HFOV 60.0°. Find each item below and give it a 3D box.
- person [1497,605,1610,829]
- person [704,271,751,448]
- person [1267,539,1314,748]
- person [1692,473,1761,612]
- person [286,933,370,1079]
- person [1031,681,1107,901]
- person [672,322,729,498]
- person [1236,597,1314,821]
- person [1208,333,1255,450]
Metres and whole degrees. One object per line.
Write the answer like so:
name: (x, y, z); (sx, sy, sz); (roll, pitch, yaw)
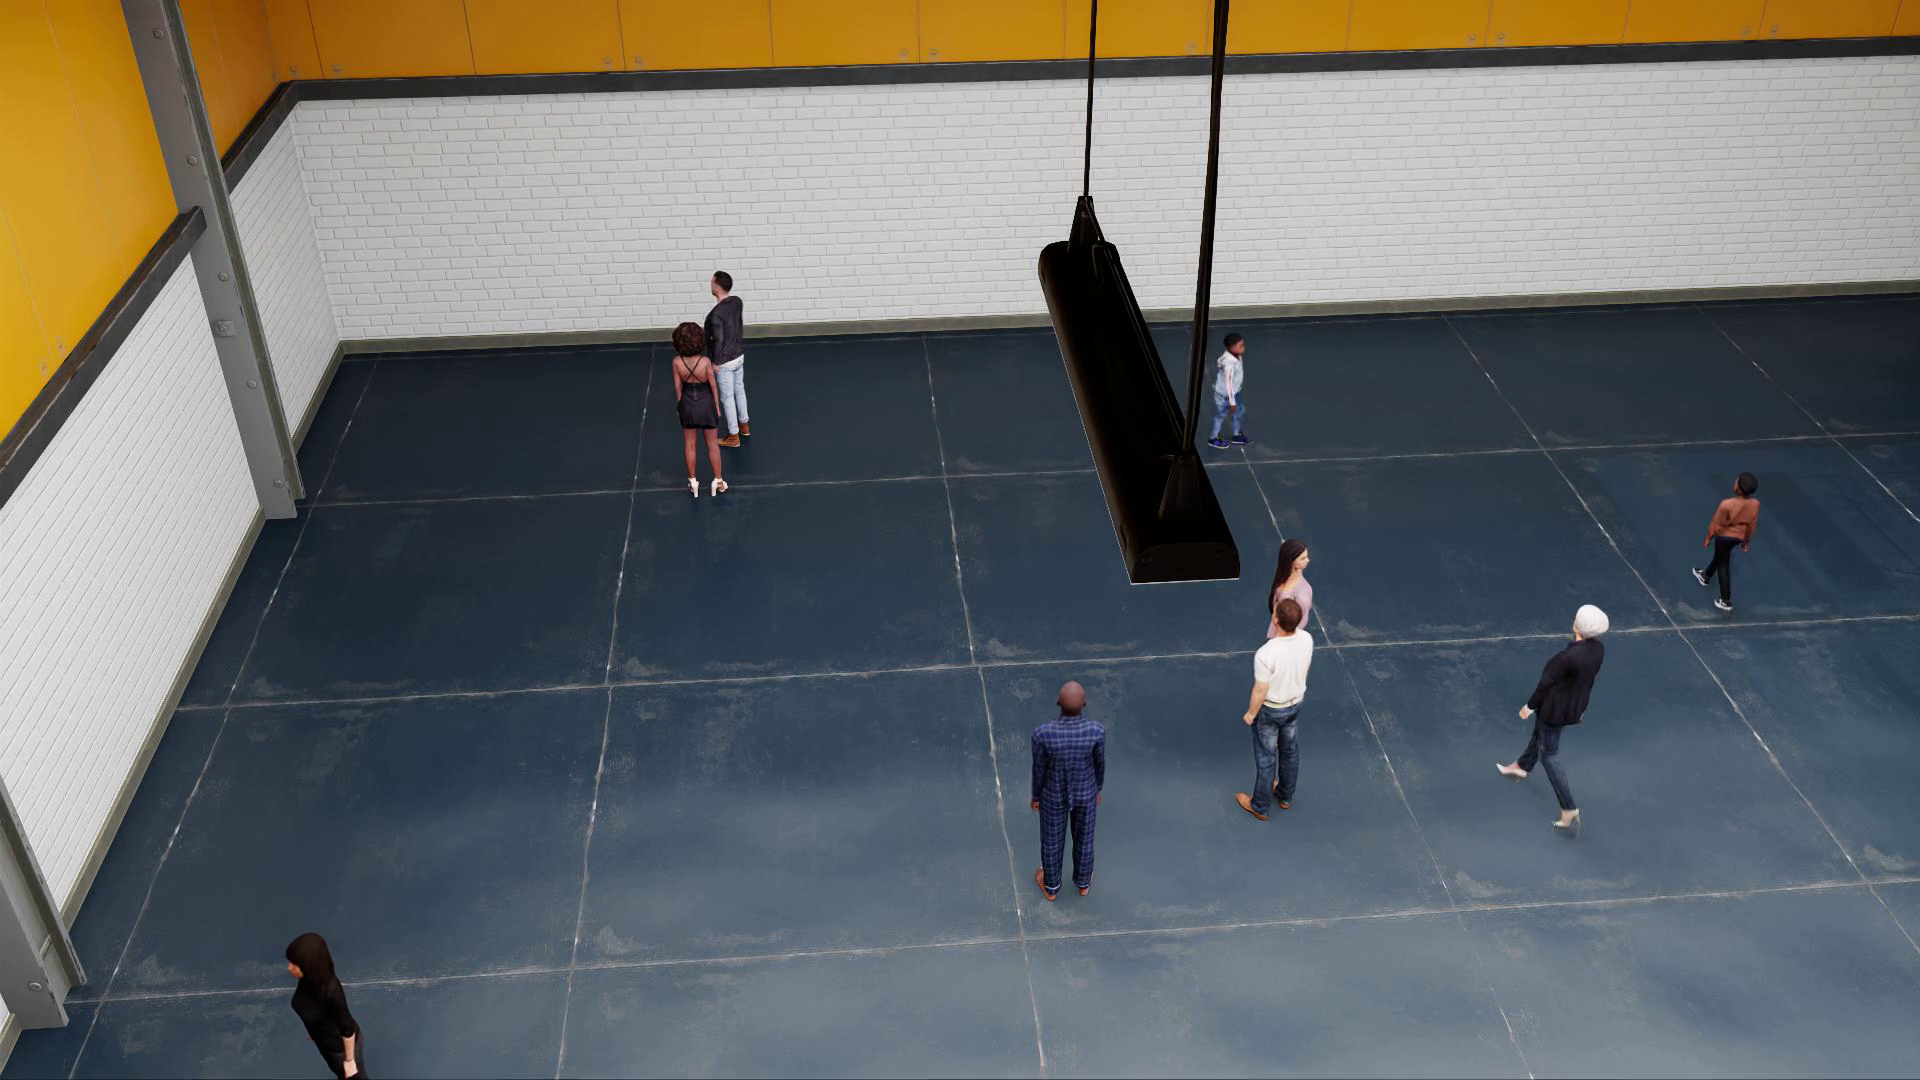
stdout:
person: (4.265, 1.254, 11.827); (1.050, 1.762, 1.173); (-20, 39, -28)
person: (-2.259, -1.780, 16.268); (0.799, 1.836, 0.666); (14, 36, 20)
person: (2.418, 0.760, 12.469); (0.758, 1.812, 0.609); (10, 35, 15)
person: (6.548, 0.018, 14.109); (0.547, 1.231, 0.895); (-4, 34, -6)
person: (-3.557, 2.838, 9.496); (0.647, 1.642, 0.705); (24, 41, 32)
person: (0.727, 1.670, 11.093); (0.659, 1.820, 0.600); (-4, 34, -6)
person: (-2.432, -1.200, 15.438); (0.570, 1.790, 0.560); (1, 34, 1)
person: (2.261, 1.191, 11.780); (0.748, 1.856, 0.728); (-18, 38, -25)
person: (2.578, -1.477, 16.346); (0.699, 1.245, 0.683); (11, 35, 16)
